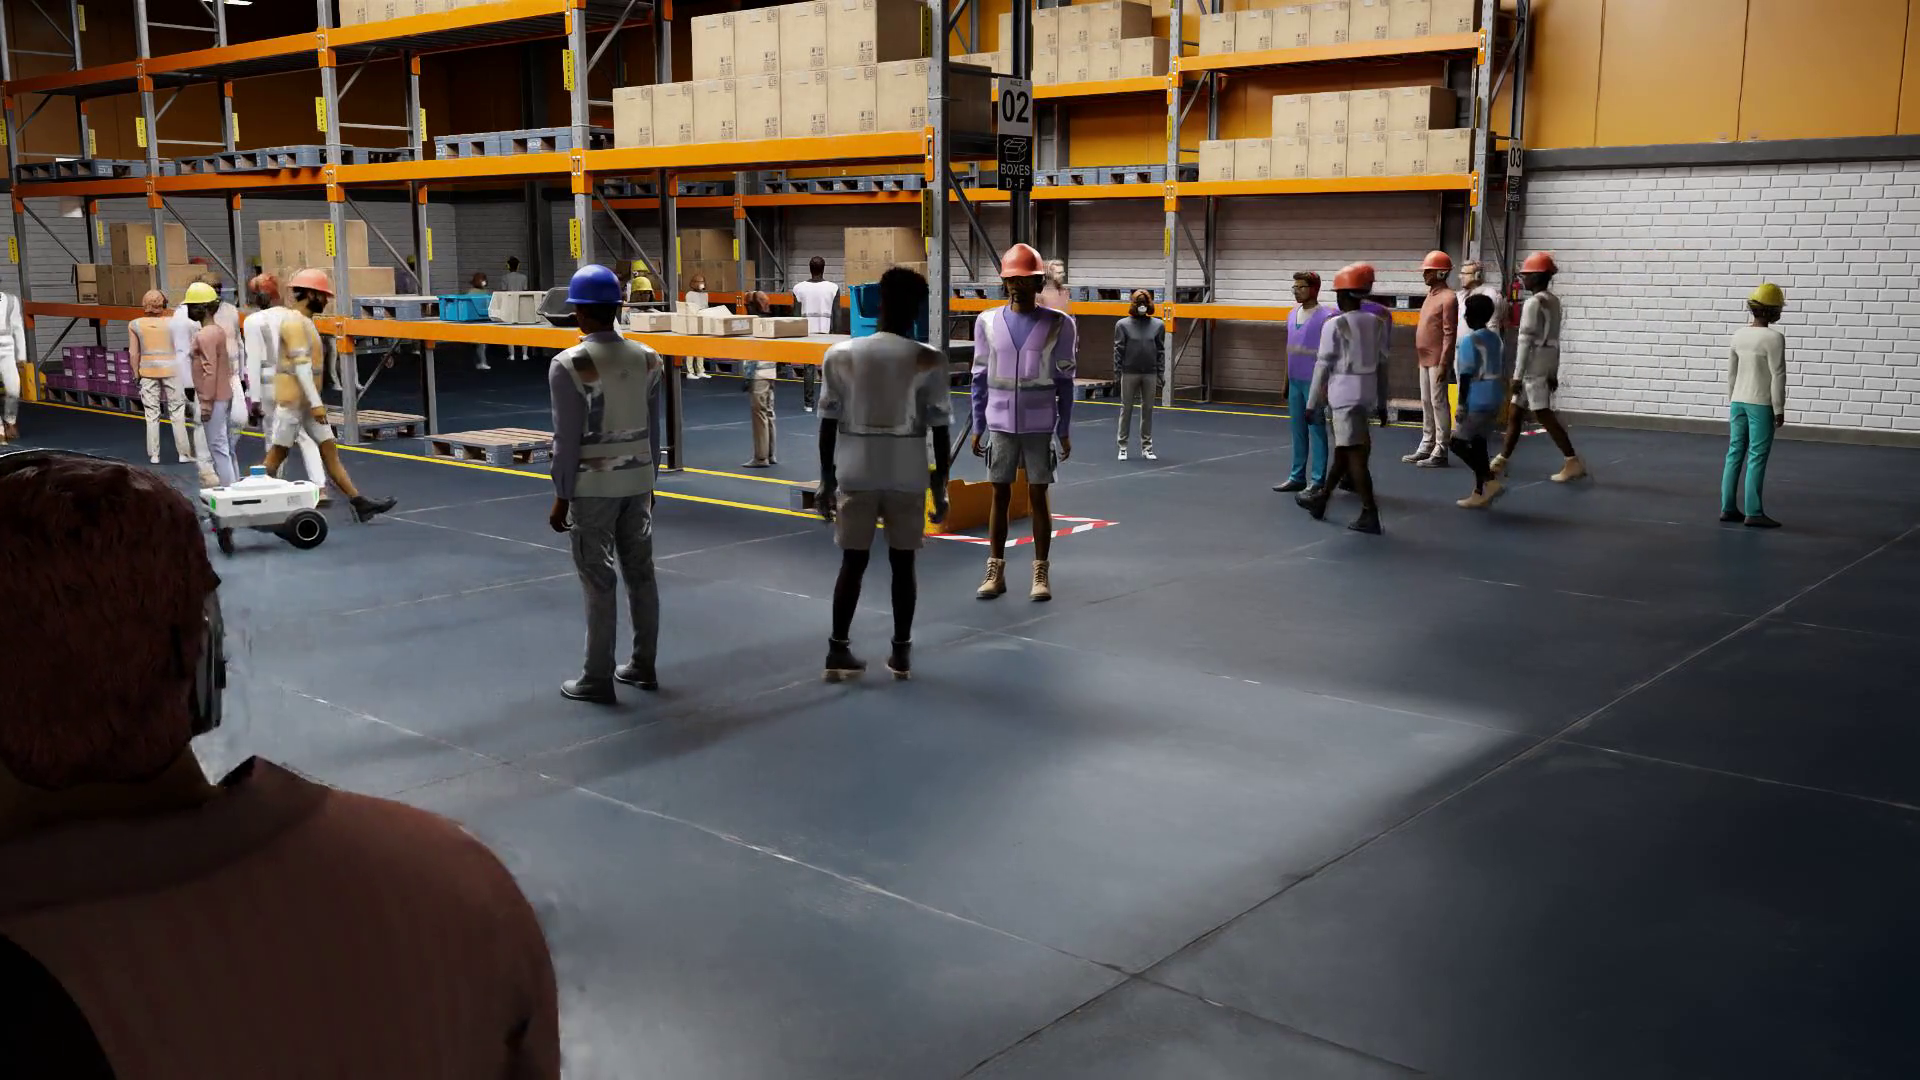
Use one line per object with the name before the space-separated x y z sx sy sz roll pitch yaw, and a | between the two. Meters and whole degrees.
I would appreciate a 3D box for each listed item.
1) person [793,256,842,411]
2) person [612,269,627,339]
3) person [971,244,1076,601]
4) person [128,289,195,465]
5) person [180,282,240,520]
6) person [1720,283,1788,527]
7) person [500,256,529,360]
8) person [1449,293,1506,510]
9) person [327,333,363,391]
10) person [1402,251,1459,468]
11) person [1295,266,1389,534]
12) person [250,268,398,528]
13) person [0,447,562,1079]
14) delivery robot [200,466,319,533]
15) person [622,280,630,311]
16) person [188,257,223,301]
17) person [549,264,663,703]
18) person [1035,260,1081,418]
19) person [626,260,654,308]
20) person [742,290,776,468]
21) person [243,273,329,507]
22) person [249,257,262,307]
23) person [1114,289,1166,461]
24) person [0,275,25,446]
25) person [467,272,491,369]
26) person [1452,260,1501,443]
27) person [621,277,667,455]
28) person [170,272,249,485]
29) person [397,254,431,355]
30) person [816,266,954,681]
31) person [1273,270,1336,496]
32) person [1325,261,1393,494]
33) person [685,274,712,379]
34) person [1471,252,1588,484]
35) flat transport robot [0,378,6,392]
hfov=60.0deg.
person | -1.767 -2.547 20.630 0.599 1.917 0.376 0 10 0
person | -2.565 -1.055 12.285 0.316 1.867 0.531 -1 10 -4
person | 0.353 -0.662 9.540 0.605 2.045 0.379 2 10 13
person | -7.471 -1.517 15.556 0.515 1.641 0.314 -2 10 -12
person | -5.617 -1.036 12.464 0.315 1.767 0.535 -2 10 -14
person | 5.827 -0.981 12.151 0.310 1.768 0.533 -3 10 -15
person | -8.052 -4.187 30.095 0.521 1.877 0.325 -4 11 -20
person | 3.994 -1.043 12.731 0.402 1.678 0.546 10 14 44
person | -8.738 -3.003 23.469 0.529 1.833 0.766 -9 14 -43
person | 4.390 -1.667 15.404 0.377 1.995 0.608 -1 10 -6
person | 2.765 -1.024 12.046 0.569 1.882 0.976 -6 11 -30
person | -4.685 -1.010 11.992 1.039 1.858 0.624 -1 10 -4
person | -0.555 0.874 1.244 0.468 1.885 0.689 6 11 29
delivery robot | -4.715 -0.257 11.205 0.707 0.478 0.477 -7 12 -35
person | -3.984 -2.237 19.525 0.322 1.686 0.530 7 12 33
person | -11.357 -3.352 25.312 0.819 1.892 0.595 4 11 20
person | -1.581 -0.246 7.446 0.384 1.948 0.605 7 12 35
person | 1.111 -2.376 19.763 0.560 1.885 0.685 8 13 38
person | -5.040 -3.498 26.281 0.404 1.837 0.590 4 11 19
person | -1.854 -1.493 15.441 0.309 1.632 0.527 2 10 10
person | -5.313 -1.169 13.042 0.919 1.839 0.591 8 13 39
person | -11.514 -3.742 27.560 1.005 1.868 0.615 -8 13 -37
person | 1.716 -1.570 15.878 0.504 1.632 0.270 -1 10 -8
person | -9.935 -1.906 17.106 0.591 1.869 0.502 -8 13 -38
person | -7.919 -3.646 27.718 0.557 1.613 0.523 4 11 23
person | 5.252 -1.943 17.258 0.538 1.890 0.677 -4 11 -22
person | -3.086 -1.685 16.215 0.487 1.746 0.288 -7 12 -35
person | -6.390 -1.372 14.230 0.446 1.821 0.692 6 11 29
person | -10.393 -4.478 31.663 0.586 1.910 0.432 -7 12 -36
person | -0.344 -0.284 7.735 0.637 1.932 0.419 1 10 4
person | 2.868 -1.282 13.637 0.373 1.843 0.571 -5 11 -26
person | 3.259 -1.324 13.668 0.566 1.917 0.405 -2 10 -9
person | -4.067 -3.315 25.840 0.282 1.625 0.492 6 12 32
person | 5.014 -1.490 14.410 1.024 1.998 0.621 7 12 35
flat transport robot | -12.652 -2.178 23.218 1.431 0.197 0.652 2 10 10
